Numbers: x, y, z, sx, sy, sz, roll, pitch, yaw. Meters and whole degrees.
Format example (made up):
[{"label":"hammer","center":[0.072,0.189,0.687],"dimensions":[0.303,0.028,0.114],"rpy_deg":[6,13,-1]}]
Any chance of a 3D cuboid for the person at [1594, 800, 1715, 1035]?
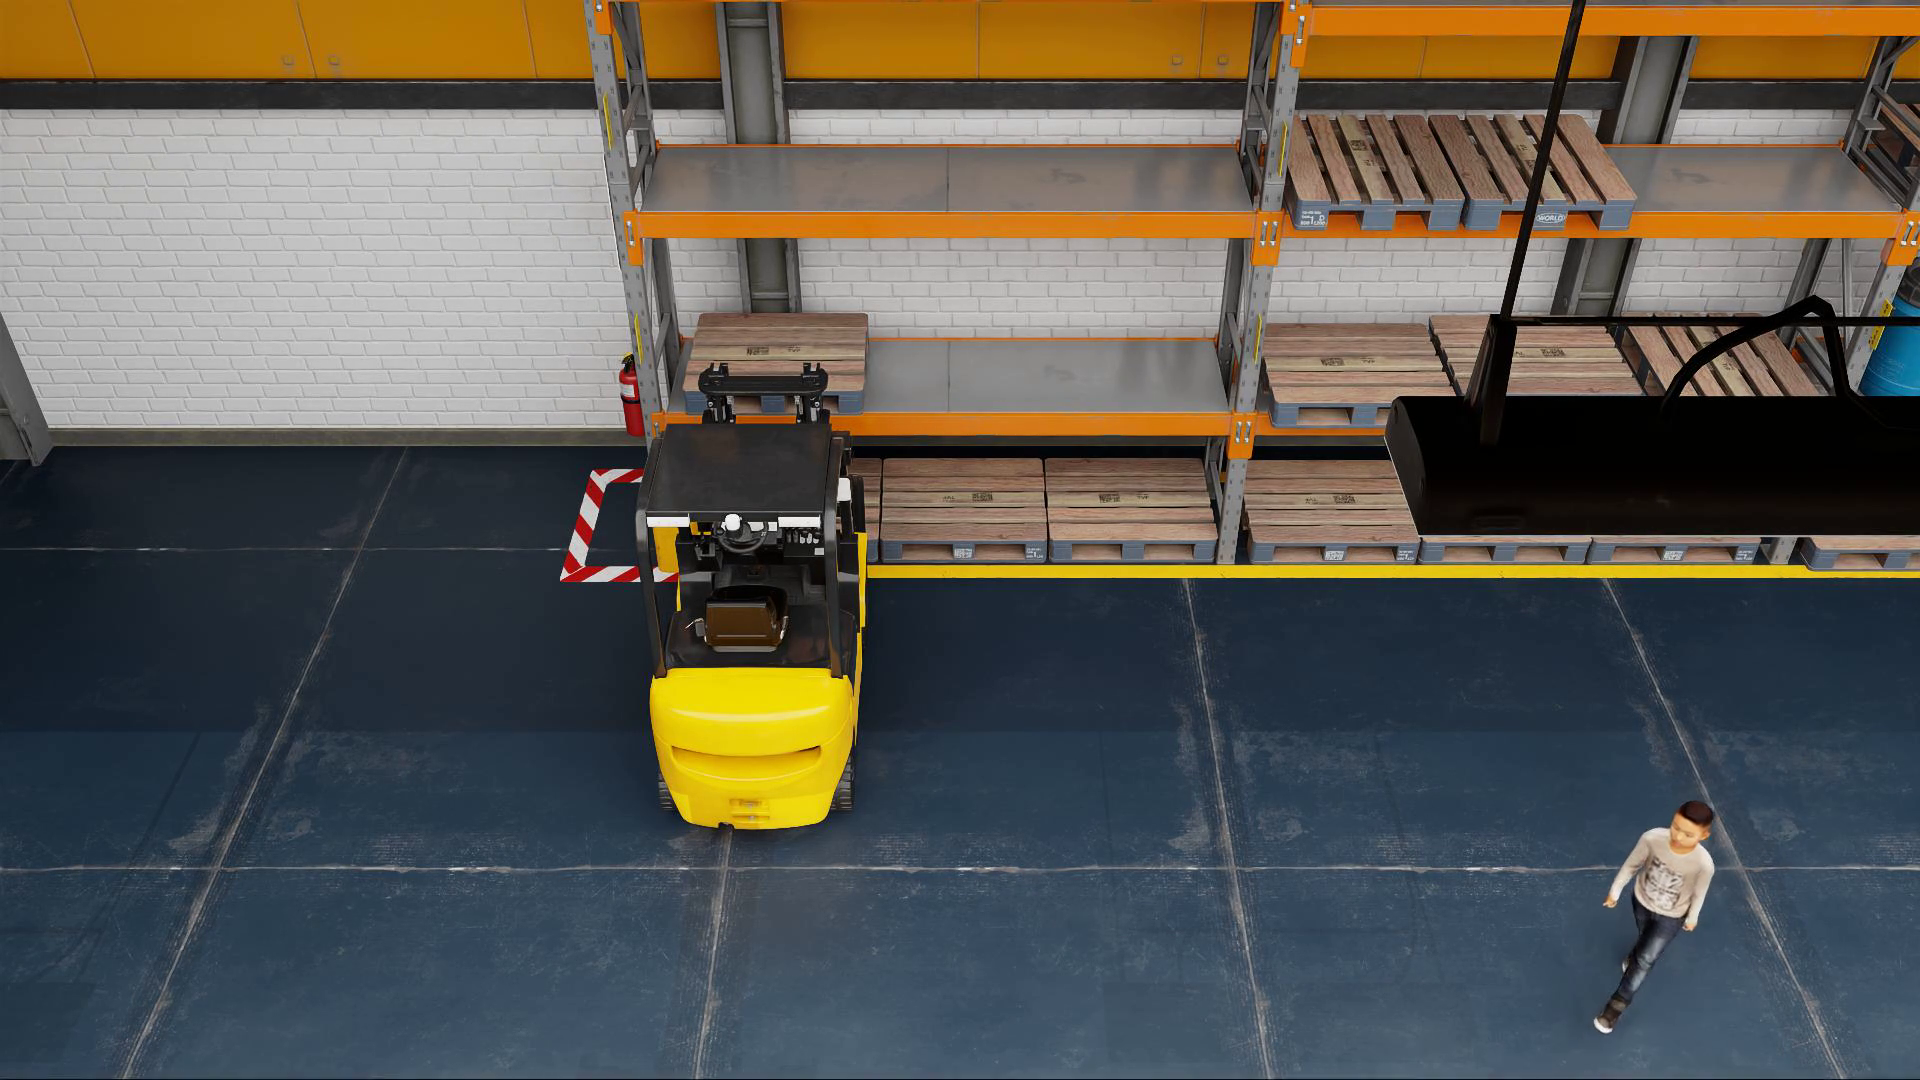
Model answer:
[{"label":"person","center":[3.708,1.872,8.749],"dimensions":[1.039,1.427,0.976],"rpy_deg":[-31,48,-33]}]
